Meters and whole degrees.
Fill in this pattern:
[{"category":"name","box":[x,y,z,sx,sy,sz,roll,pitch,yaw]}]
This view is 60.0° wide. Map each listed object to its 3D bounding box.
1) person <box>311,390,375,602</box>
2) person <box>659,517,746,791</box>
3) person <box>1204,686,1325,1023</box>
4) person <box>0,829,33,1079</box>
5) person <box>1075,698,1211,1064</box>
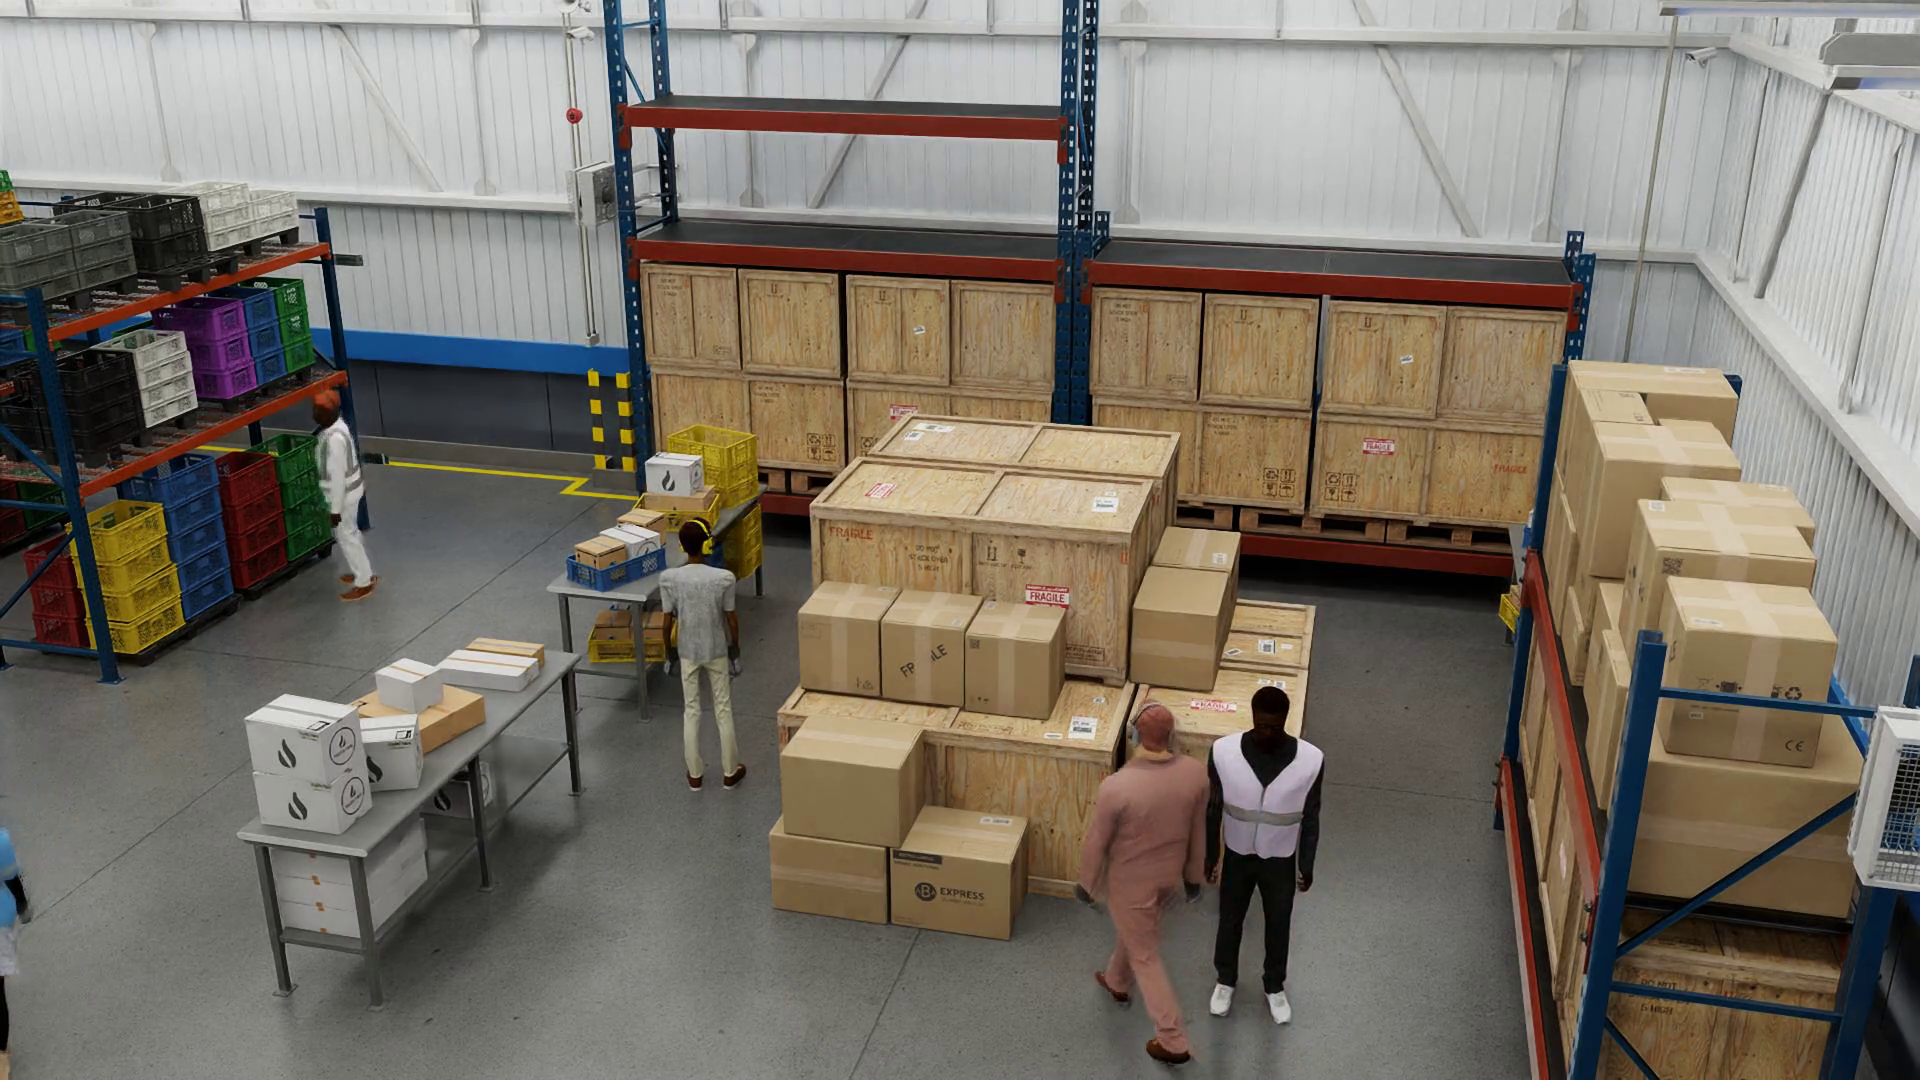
[{"category":"person","box":[-5.123,-0.366,13.778,0.344,1.854,0.652,-8,22,-21]},{"category":"person","box":[-1.679,0.752,10.827,0.521,1.864,0.336,0,21,0]},{"category":"person","box":[1.540,1.598,8.552,0.584,1.910,0.383,4,21,10]},{"category":"person","box":[-4.905,1.840,8.277,0.539,1.658,0.859,-5,21,-12]},{"category":"person","box":[0.940,1.703,8.399,0.648,1.881,0.949,-13,25,-31]}]
